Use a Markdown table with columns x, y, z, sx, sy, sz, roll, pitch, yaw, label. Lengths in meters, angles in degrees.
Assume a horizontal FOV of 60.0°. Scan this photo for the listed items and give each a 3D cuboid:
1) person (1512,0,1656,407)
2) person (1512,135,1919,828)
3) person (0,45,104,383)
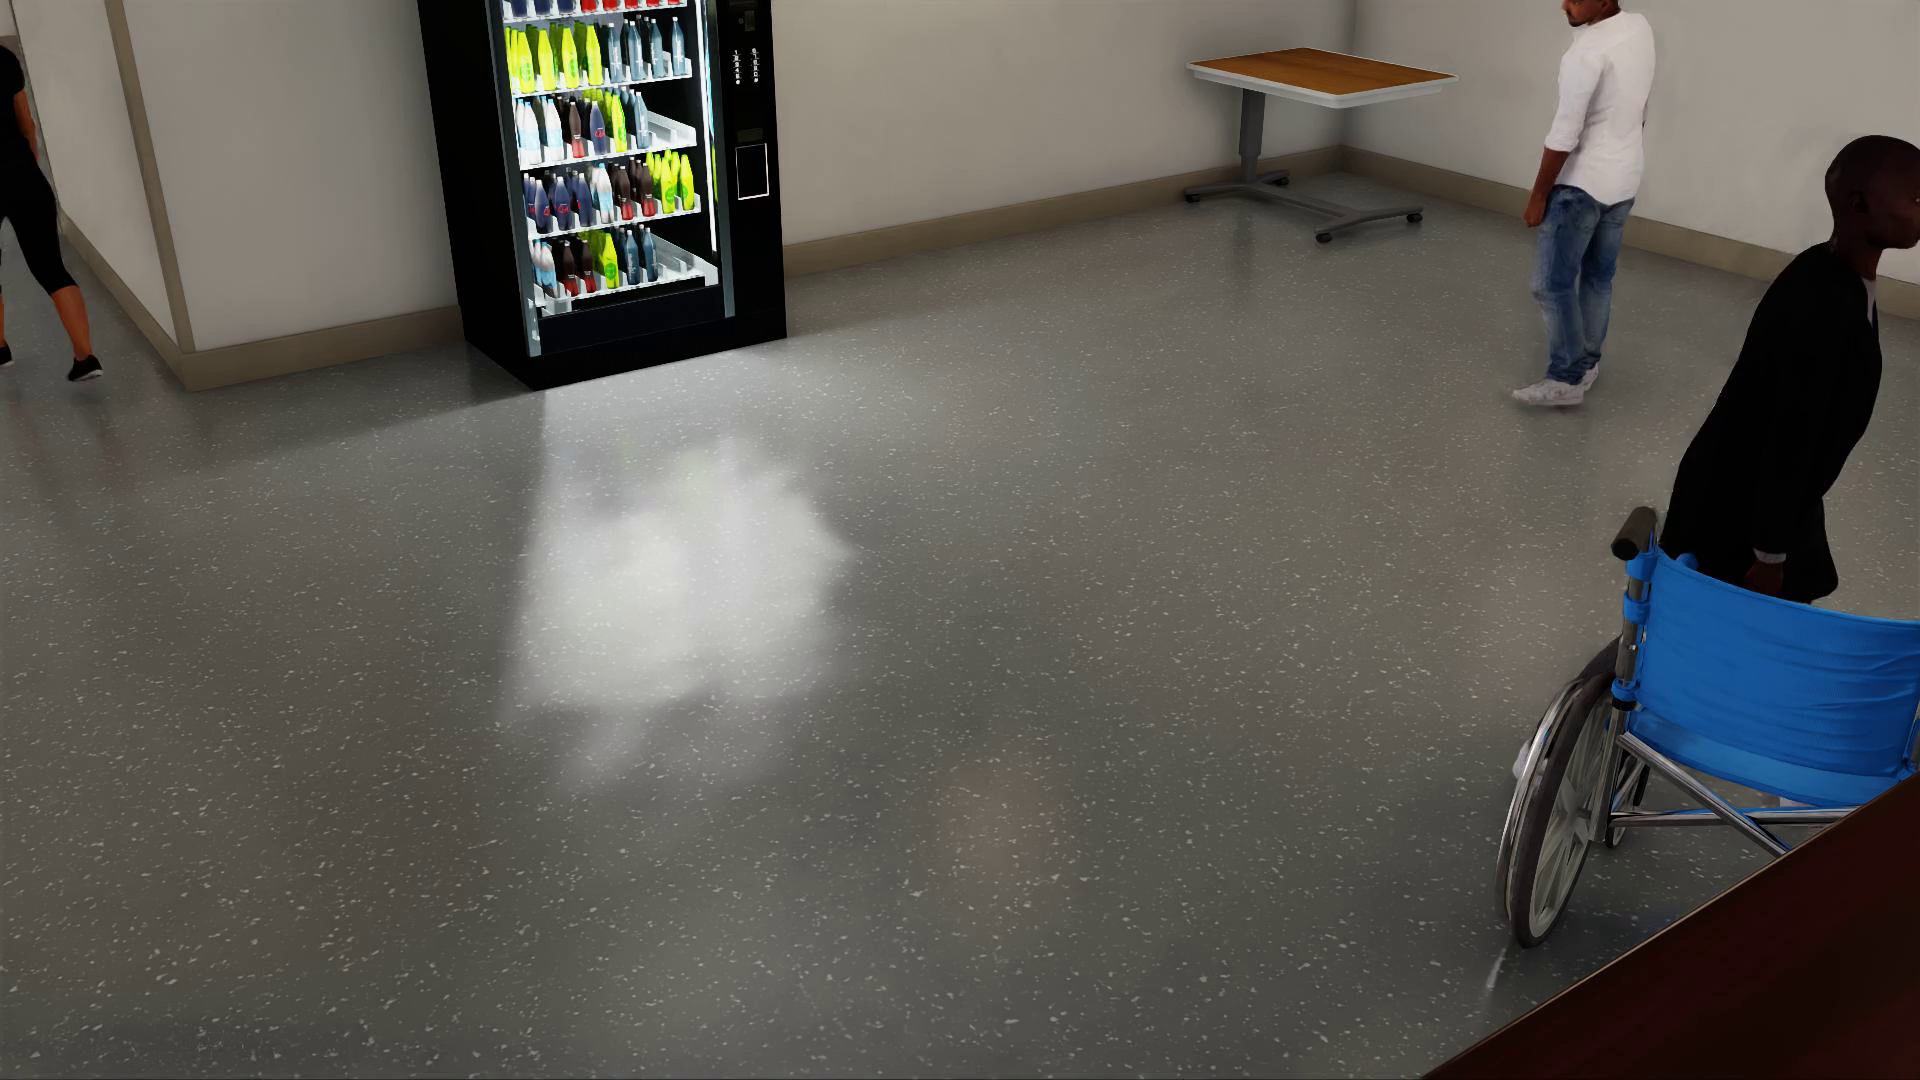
| x | y | z | sx | sy | sz | roll | pitch | yaw | label |
| --- | --- | --- | --- | --- | --- | --- | --- | --- | --- |
| 2.558 | -1.430 | 6.618 | 0.500 | 1.763 | 0.884 | -10 | 27 | -19 | person |
| 1.729 | -0.067 | 3.865 | 1.001 | 1.699 | 1.152 | 15 | 30 | 28 | person |
| -3.818 | -1.391 | 6.691 | 0.858 | 1.628 | 1.113 | 20 | 32 | 35 | person |
